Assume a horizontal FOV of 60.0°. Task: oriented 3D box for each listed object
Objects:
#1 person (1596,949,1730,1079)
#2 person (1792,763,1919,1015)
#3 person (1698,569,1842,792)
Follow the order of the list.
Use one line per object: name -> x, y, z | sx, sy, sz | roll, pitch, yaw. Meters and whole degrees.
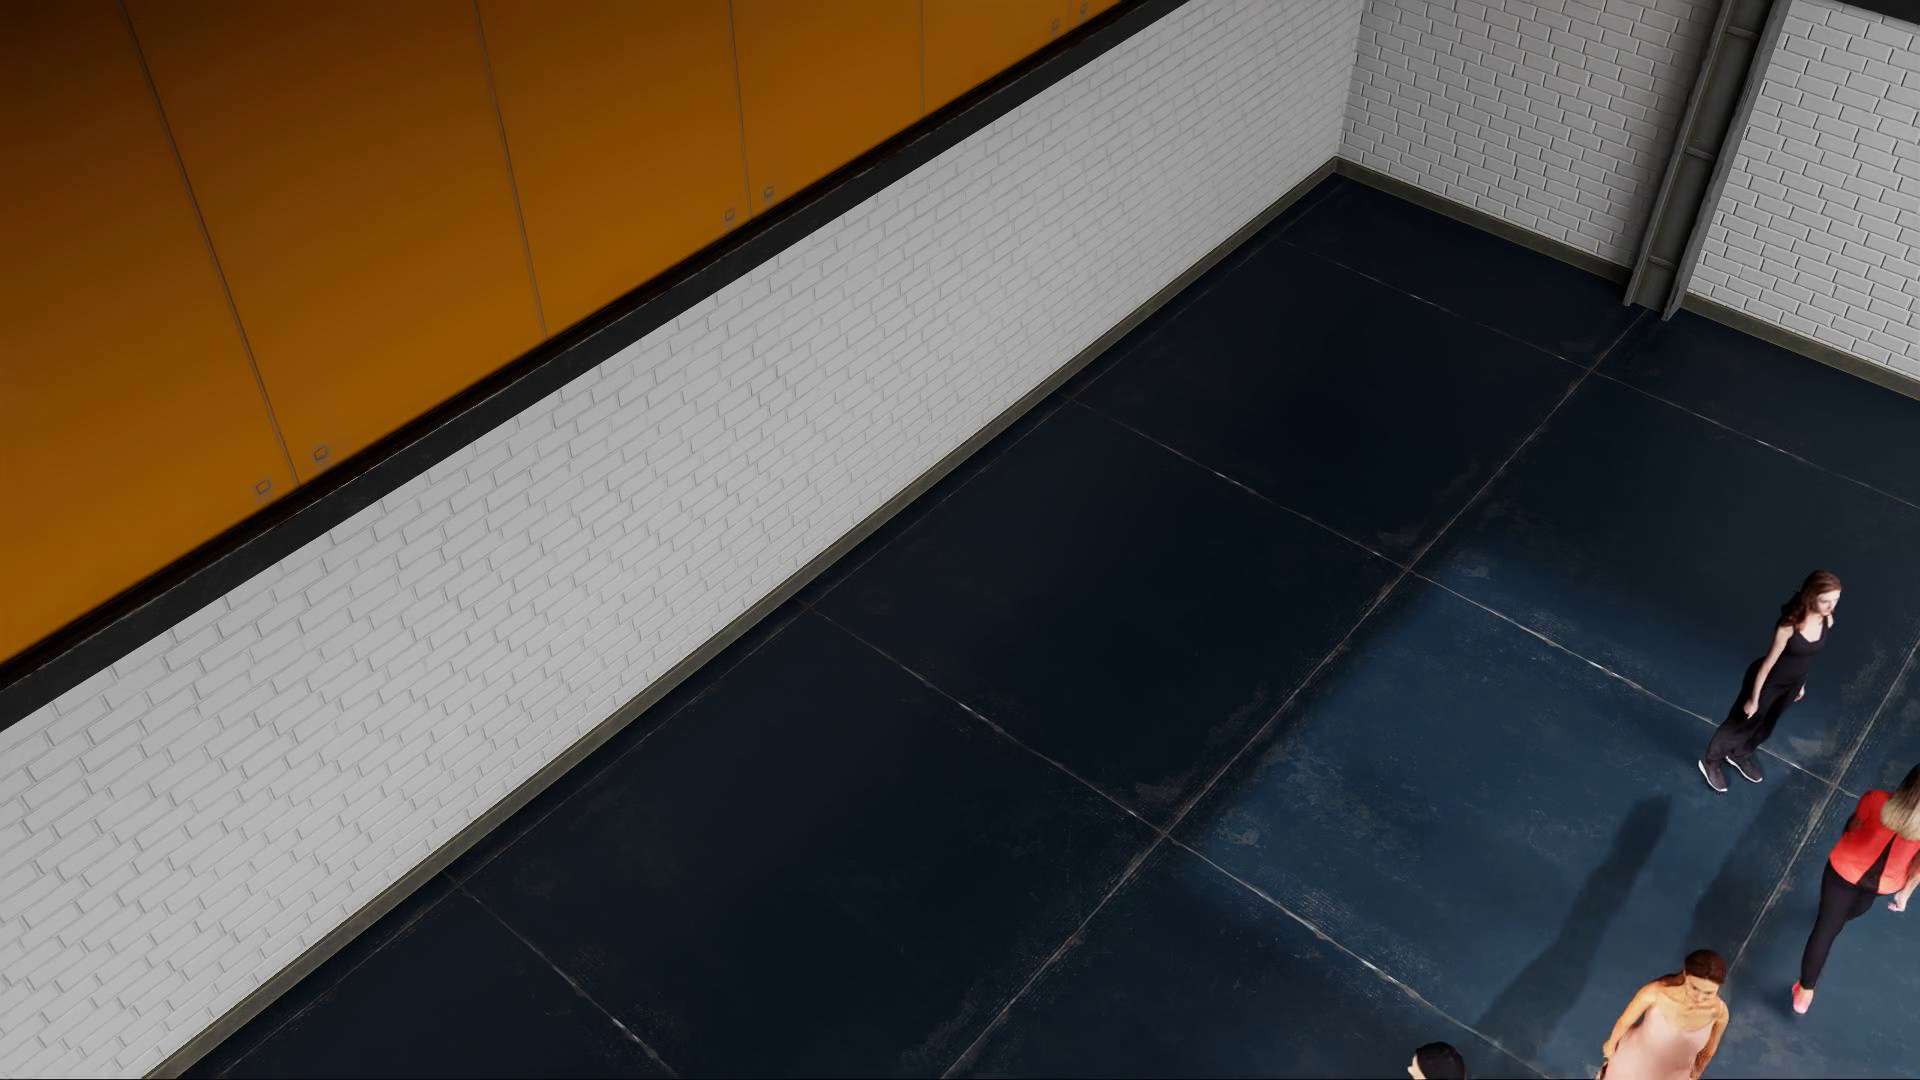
person -> 3.397, 2.455, 8.120 | 0.810, 1.820, 0.803 | 14, 45, 14
person -> 4.811, 1.854, 8.874 | 1.149, 1.650, 0.848 | 20, 47, 20
person -> 4.833, 0.819, 9.890 | 0.671, 1.747, 0.670 | -16, 46, -16
